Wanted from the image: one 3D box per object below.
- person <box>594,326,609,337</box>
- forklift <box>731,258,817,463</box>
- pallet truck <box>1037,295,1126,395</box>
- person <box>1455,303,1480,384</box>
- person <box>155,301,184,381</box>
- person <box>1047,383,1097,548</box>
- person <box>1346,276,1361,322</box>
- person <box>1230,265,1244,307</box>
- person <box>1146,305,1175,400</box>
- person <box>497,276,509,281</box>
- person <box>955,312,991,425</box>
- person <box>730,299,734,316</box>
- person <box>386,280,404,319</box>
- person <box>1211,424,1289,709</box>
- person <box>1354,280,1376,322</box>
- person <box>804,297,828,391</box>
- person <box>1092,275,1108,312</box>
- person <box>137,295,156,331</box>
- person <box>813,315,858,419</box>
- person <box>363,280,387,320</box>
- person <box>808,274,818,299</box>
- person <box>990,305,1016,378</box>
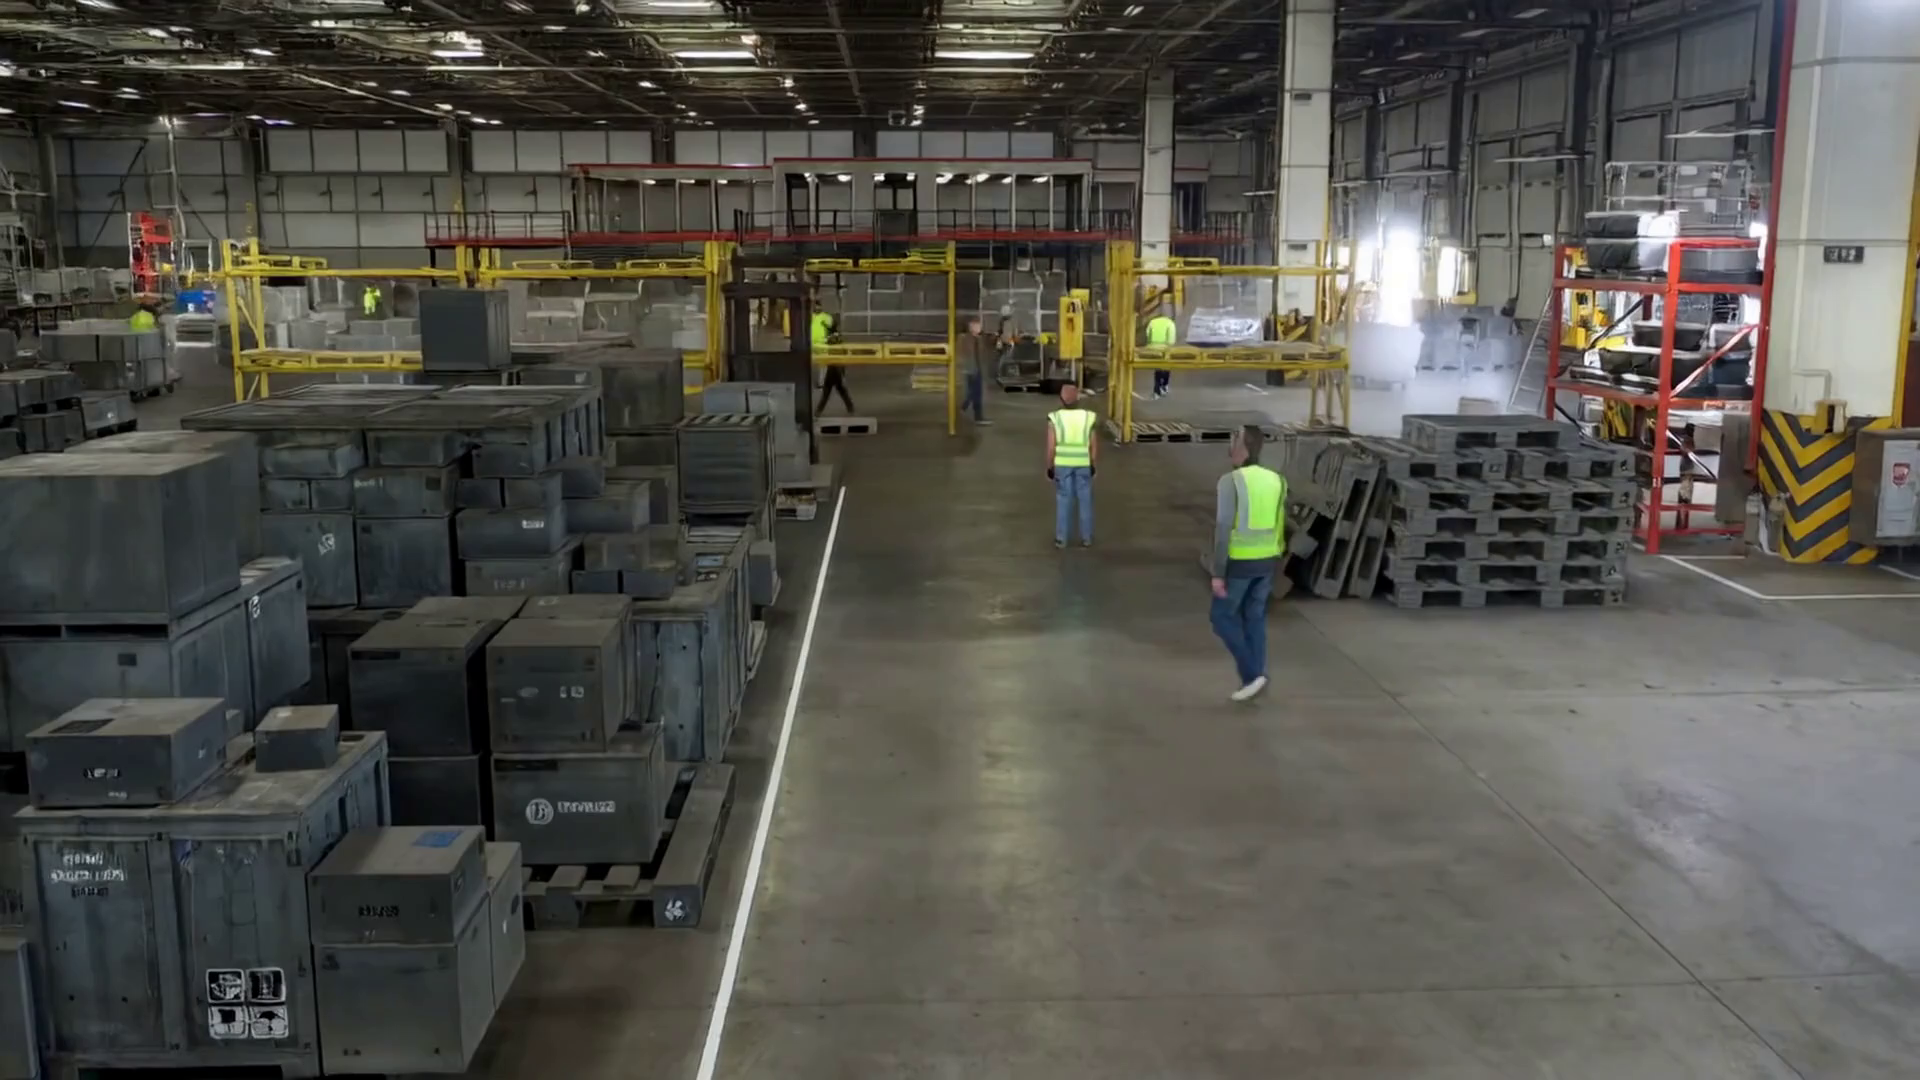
[{"bbox_3d":[-4.835,-1.929,22.456,0.593,1.907,0.415,-1,10,-6],"label":"person"},{"bbox_3d":[-2.446,-2.238,21.450,1.129,2.768,1.873,0,10,-2],"label":"forklift"},{"bbox_3d":[2.483,-3.881,33.060,1.885,1.965,0.823,-7,13,-36],"label":"pallet truck"},{"bbox_3d":[10.882,-4.215,35.698,0.507,1.704,0.739,4,11,19],"label":"person"},{"bbox_3d":[-17.263,-4.321,36.266,0.672,1.732,0.531,5,11,24],"label":"person"},{"bbox_3d":[1.112,-0.730,16.501,0.512,1.642,0.312,-1,10,-8],"label":"person"},{"bbox_3d":[13.629,-8.208,57.454,0.593,1.905,0.855,-5,11,-27],"label":"person"},{"bbox_3d":[12.848,-11.800,77.253,0.659,1.961,0.903,-1,10,-7],"label":"person"},{"bbox_3d":[3.856,-3.592,31.935,0.630,1.831,0.444,6,12,32],"label":"person"},{"bbox_3d":[-20.006,-10.952,72.909,0.598,1.830,0.976,1,10,4],"label":"person"},{"bbox_3d":[0.157,-2.849,27.621,0.663,1.886,0.624,5,11,27],"label":"person"},{"bbox_3d":[-4.869,-4.368,36.177,0.329,1.861,0.504,5,12,28],"label":"person"},{"bbox_3d":[-15.967,-6.341,46.857,0.888,1.957,0.612,8,13,37],"label":"person"},{"bbox_3d":[1.860,0.185,10.724,0.592,1.876,0.410,-5,12,-28],"label":"person"},{"bbox_3d":[11.698,-6.540,48.052,0.614,1.932,0.483,5,11,27],"label":"person"},{"bbox_3d":[-3.003,-3.926,33.554,0.662,1.906,0.884,8,13,37],"label":"person"},{"bbox_3d":[4.995,-8.565,59.582,0.625,1.846,0.429,6,12,29],"label":"person"},{"bbox_3d":[-16.956,-4.144,34.728,0.552,1.921,0.461,9,13,40],"label":"person"},{"bbox_3d":[-2.182,-2.977,28.622,0.985,1.799,0.537,-6,12,-31],"label":"person"},{"bbox_3d":[-15.241,-5.770,43.462,0.538,2.000,0.684,1,10,8],"label":"person"},{"bbox_3d":[-5.250,-8.391,58.380,0.547,1.929,0.389,-5,11,-25],"label":"person"},{"bbox_3d":[0.931,-4.342,36.566,0.855,1.648,0.543,9,13,40],"label":"person"}]
